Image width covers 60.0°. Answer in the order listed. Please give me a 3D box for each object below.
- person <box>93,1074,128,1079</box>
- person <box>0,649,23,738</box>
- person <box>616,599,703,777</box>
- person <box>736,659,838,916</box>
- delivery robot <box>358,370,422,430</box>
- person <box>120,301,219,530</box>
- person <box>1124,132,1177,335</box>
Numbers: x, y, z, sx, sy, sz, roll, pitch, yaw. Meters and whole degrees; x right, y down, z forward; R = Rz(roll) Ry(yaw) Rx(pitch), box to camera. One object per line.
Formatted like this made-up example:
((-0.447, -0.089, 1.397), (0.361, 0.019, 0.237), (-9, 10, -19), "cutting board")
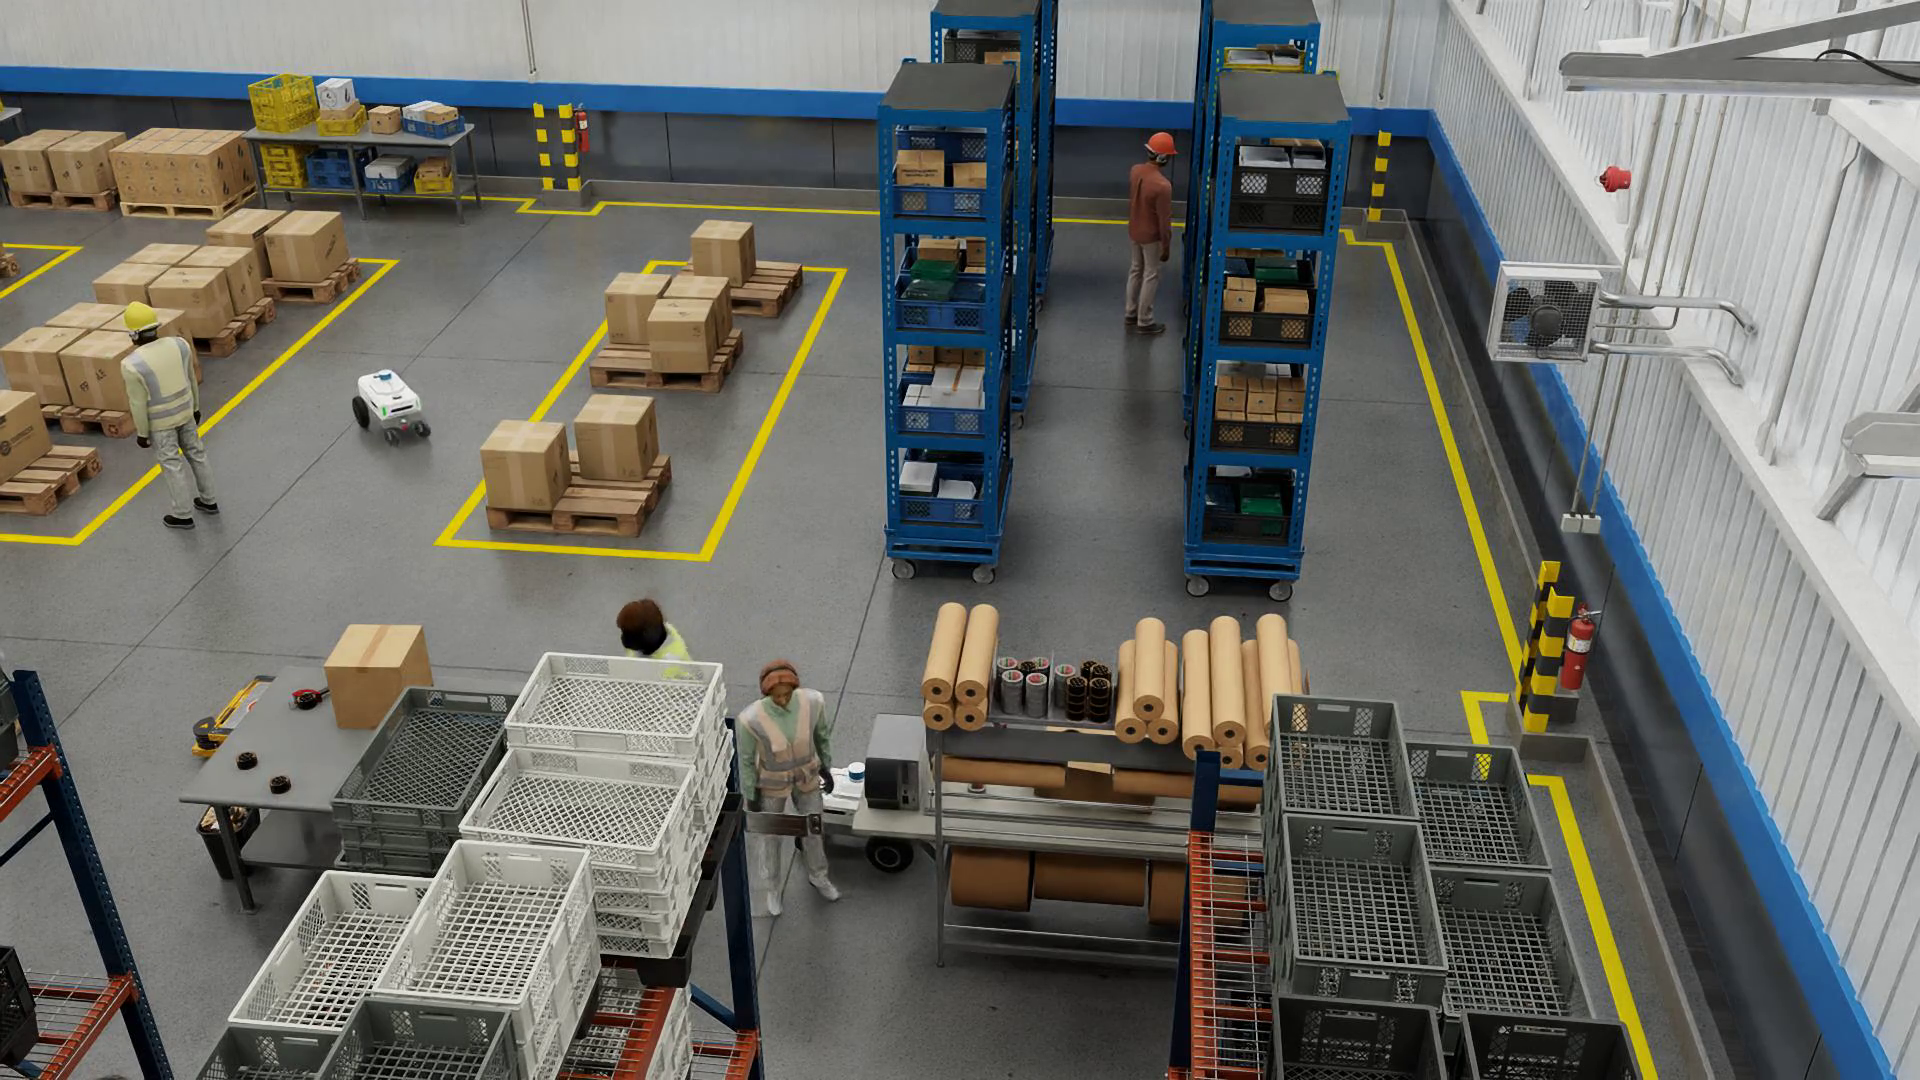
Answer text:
((-2.969, 2.746, 6.291), (0.371, 1.932, 0.634), (8, 31, 14), "person")
((-6.228, 0.529, 10.327), (0.530, 1.697, 0.321), (11, 32, 18), "person")
((-1.657, 1.099, 9.245), (0.483, 1.820, 0.673), (-10, 32, -17), "person")
((-0.942, 1.322, 9.032), (0.521, 1.631, 0.325), (-14, 33, -23), "person")
((-4.938, -1.233, 14.393), (0.477, 0.478, 0.707), (-19, 35, -29), "delivery robot")
((-6.084, -0.957, 12.748), (0.403, 1.833, 0.591), (14, 33, 22), "person")
((1.840, -2.947, 16.030), (0.412, 1.979, 0.628), (-16, 34, -25), "person")
